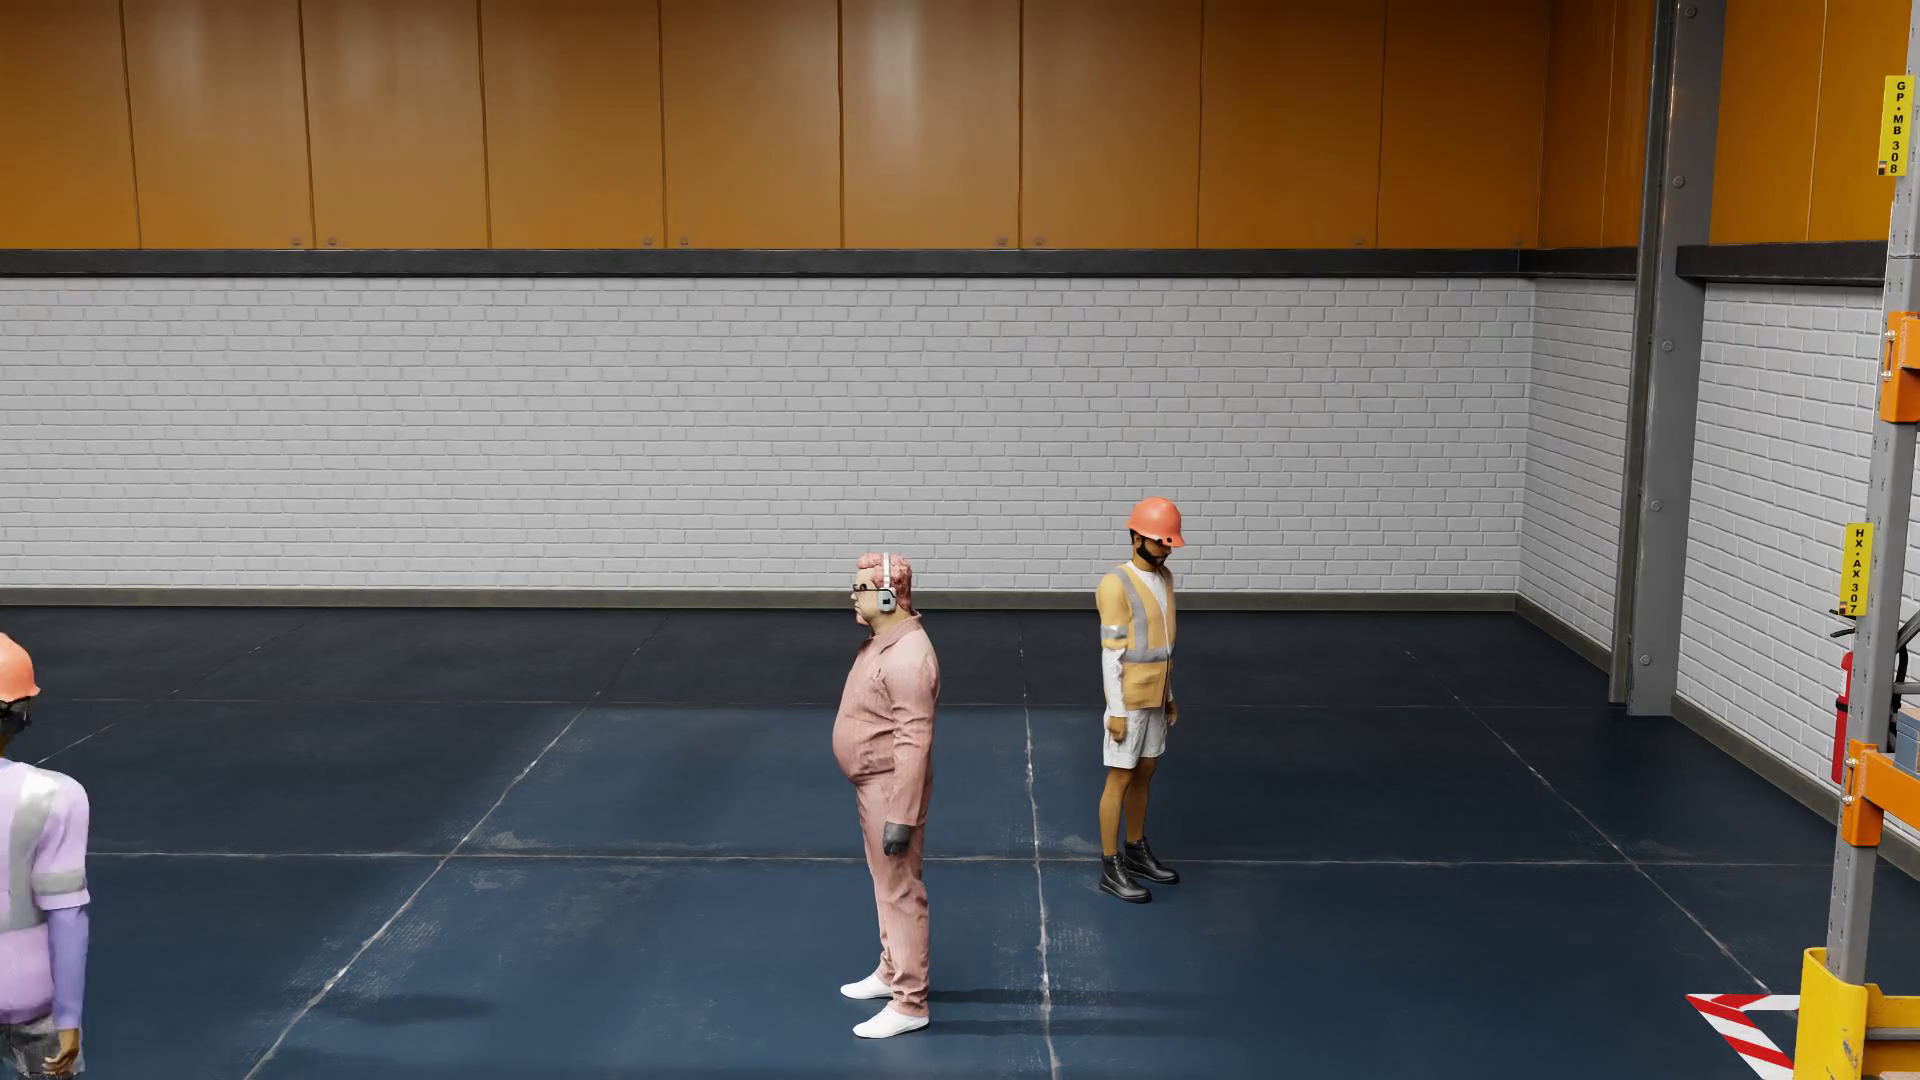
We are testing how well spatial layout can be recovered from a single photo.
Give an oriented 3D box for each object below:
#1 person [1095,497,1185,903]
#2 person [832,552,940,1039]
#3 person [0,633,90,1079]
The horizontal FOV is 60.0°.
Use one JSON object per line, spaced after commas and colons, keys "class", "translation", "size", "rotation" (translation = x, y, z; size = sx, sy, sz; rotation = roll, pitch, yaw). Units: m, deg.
{"class": "person", "translation": [0.881, 0.746, 7.943], "size": [0.379, 1.927, 0.542], "rotation": [7, 12, 37]}
{"class": "person", "translation": [-0.296, 0.989, 6.552], "size": [0.409, 1.906, 0.652], "rotation": [-2, 10, -10]}
{"class": "person", "translation": [-2.737, 1.267, 4.640], "size": [0.613, 2.003, 1.006], "rotation": [-2, 10, -11]}
